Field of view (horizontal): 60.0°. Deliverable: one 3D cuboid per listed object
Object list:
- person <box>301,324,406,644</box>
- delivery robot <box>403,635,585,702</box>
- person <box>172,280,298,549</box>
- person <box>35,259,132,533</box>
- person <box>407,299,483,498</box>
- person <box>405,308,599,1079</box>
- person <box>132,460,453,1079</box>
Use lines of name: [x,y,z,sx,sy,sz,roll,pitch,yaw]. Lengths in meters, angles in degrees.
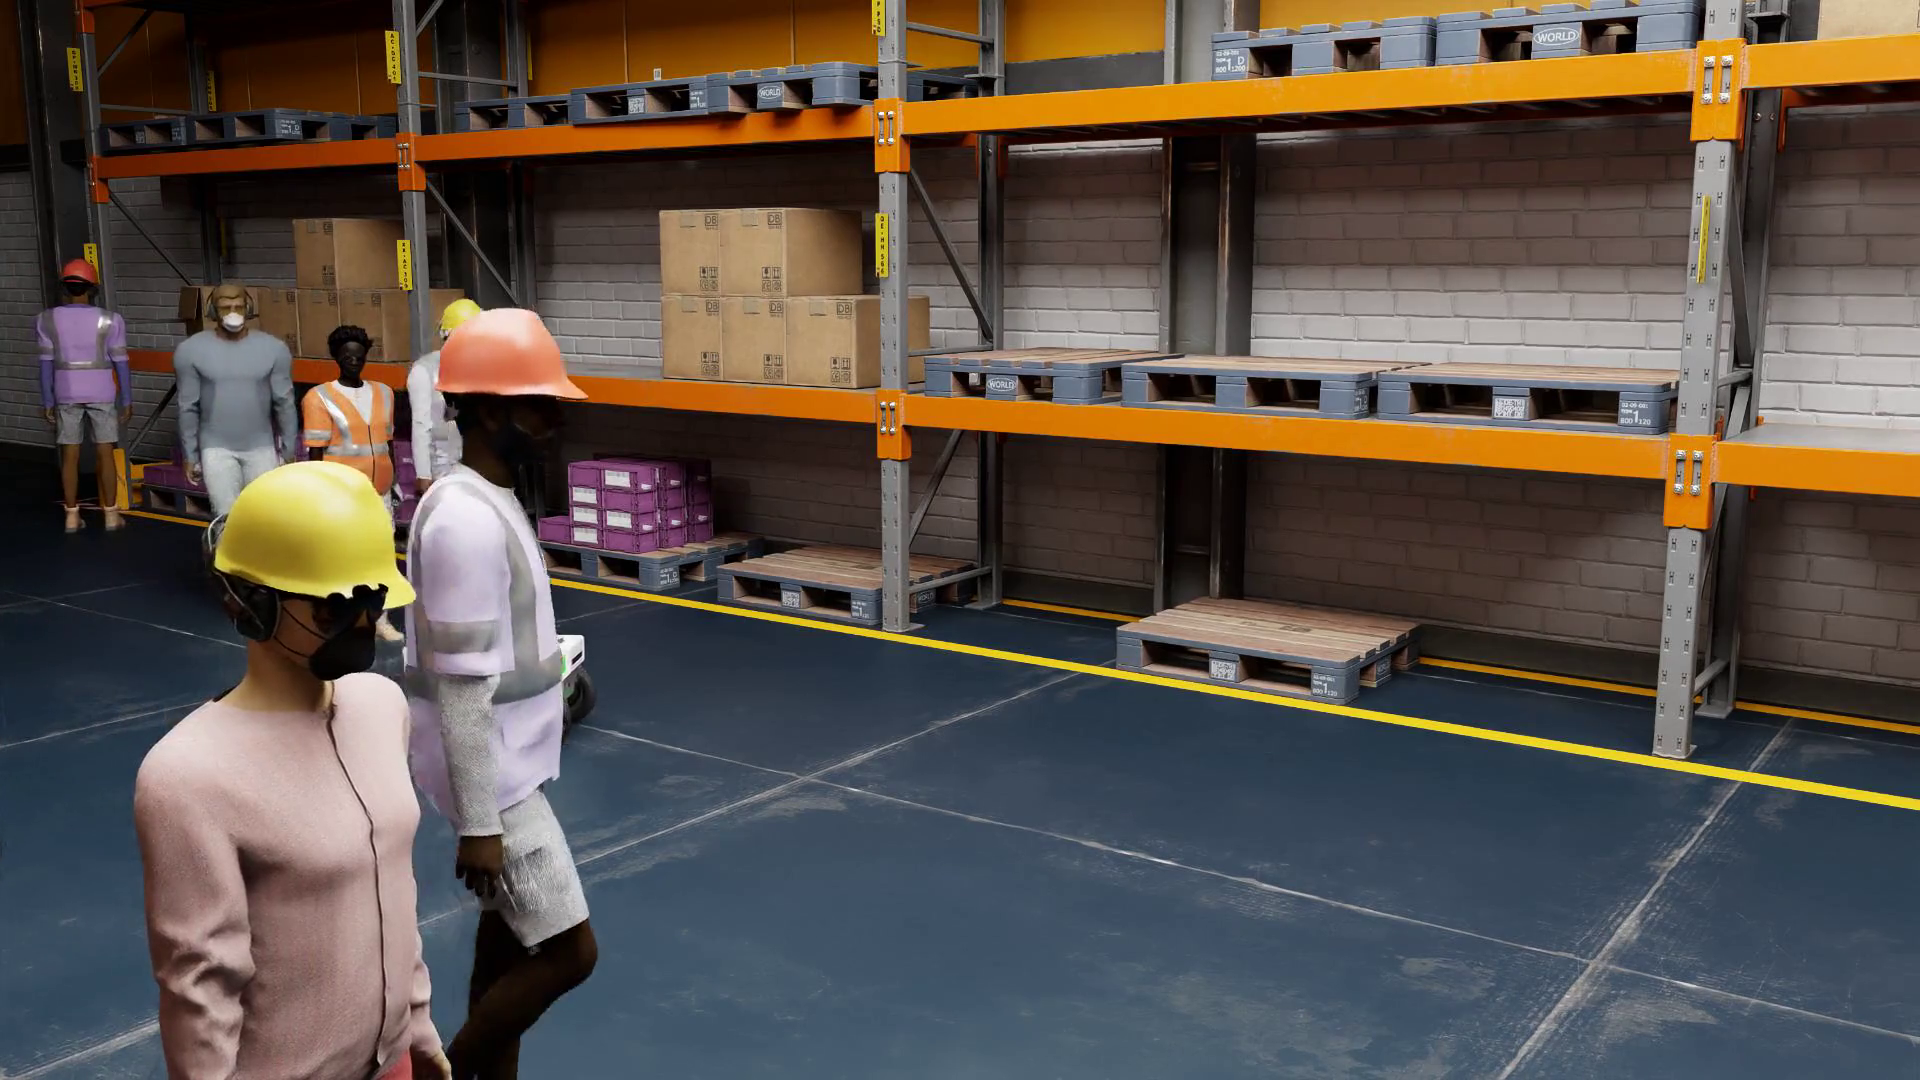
person: [-3.131,-0.266,8.634,0.316,1.699,0.542,7,12,35]
delivery robot: [-1.969,0.527,7.039,0.707,0.478,0.477,0,9,2]
person: [-4.123,-0.518,9.503,0.636,1.924,0.660,-5,11,-27]
person: [-6.534,-1.072,12.456,0.608,2.038,0.390,-3,10,-17]
person: [-2.738,-0.417,9.186,0.419,1.813,0.605,6,11,33]
person: [-0.958,0.483,3.503,0.413,1.925,0.575,-2,10,-12]
person: [-0.882,0.765,2.320,0.320,1.762,0.522,2,10,13]
